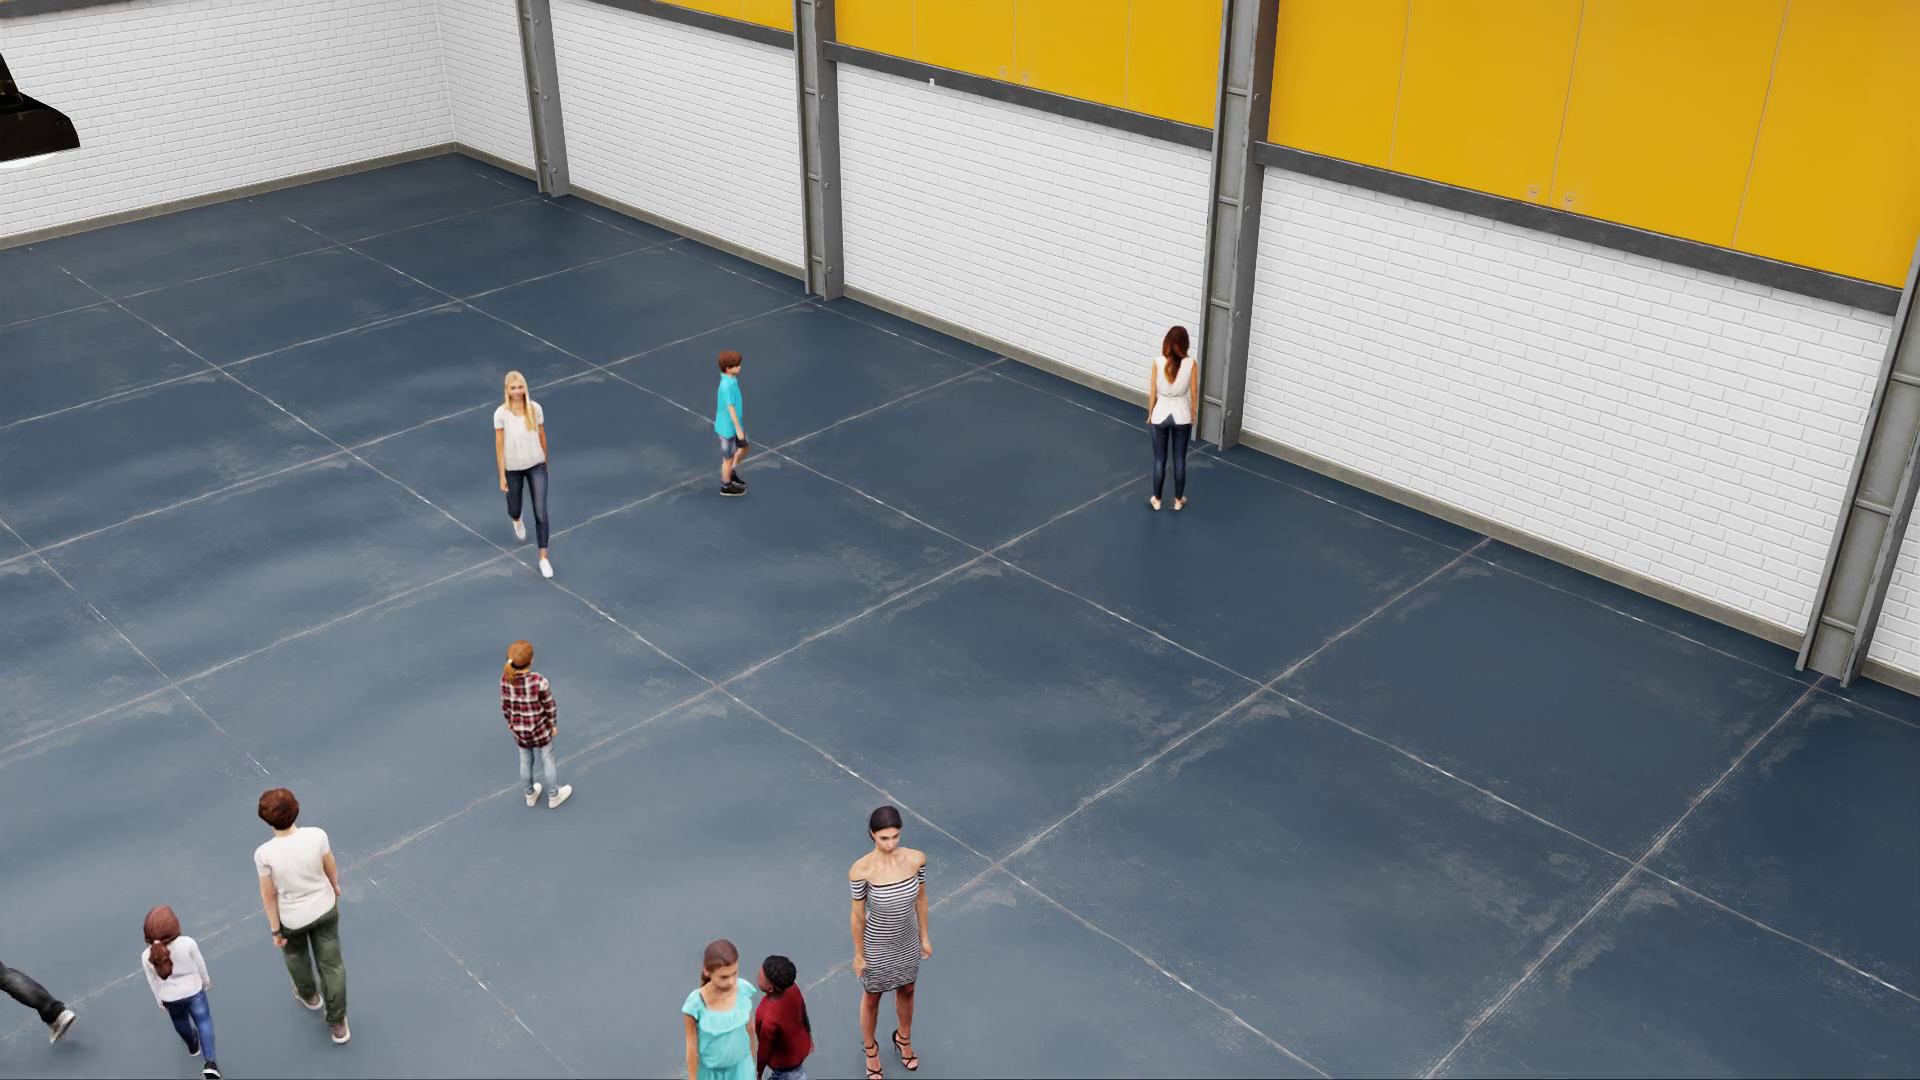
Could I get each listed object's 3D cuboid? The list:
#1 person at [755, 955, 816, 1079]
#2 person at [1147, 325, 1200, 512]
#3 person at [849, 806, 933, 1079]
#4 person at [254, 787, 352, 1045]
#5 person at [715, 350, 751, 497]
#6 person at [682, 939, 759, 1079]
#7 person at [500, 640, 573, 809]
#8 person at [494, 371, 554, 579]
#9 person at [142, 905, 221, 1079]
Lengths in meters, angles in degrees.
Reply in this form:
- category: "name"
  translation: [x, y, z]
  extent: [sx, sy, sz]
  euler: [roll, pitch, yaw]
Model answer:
- category: "person"
  translation: [-0.841, 2.702, 8.707]
  extent: [0.911, 1.223, 0.743]
  euler: [9, 30, 16]
- category: "person"
  translation: [1.920, -1.098, 15.088]
  extent: [0.660, 1.785, 0.741]
  euler: [3, 29, 5]
- category: "person"
  translation: [-0.384, 2.190, 9.021]
  extent: [0.672, 1.822, 0.653]
  euler: [-12, 31, -21]
- category: "person"
  translation: [-3.627, 2.140, 9.308]
  extent: [0.698, 1.635, 0.904]
  euler: [-15, 32, -26]
- category: "person"
  translation: [-2.208, -1.078, 15.414]
  extent: [0.668, 1.438, 0.612]
  euler: [1, 29, 1]
- category: "person"
  translation: [-1.239, 2.640, 8.483]
  extent: [0.757, 1.547, 0.967]
  euler: [-13, 31, -22]
- category: "person"
  translation: [-2.911, 1.250, 11.285]
  extent: [0.594, 1.305, 0.676]
  euler: [5, 29, 10]
- category: "person"
  translation: [-3.740, -0.607, 14.184]
  extent: [0.866, 1.789, 1.140]
  euler: [-12, 31, -21]
- category: "person"
  translation: [-4.300, 2.514, 9.185]
  extent: [0.589, 1.095, 0.811]
  euler: [-12, 31, -21]
